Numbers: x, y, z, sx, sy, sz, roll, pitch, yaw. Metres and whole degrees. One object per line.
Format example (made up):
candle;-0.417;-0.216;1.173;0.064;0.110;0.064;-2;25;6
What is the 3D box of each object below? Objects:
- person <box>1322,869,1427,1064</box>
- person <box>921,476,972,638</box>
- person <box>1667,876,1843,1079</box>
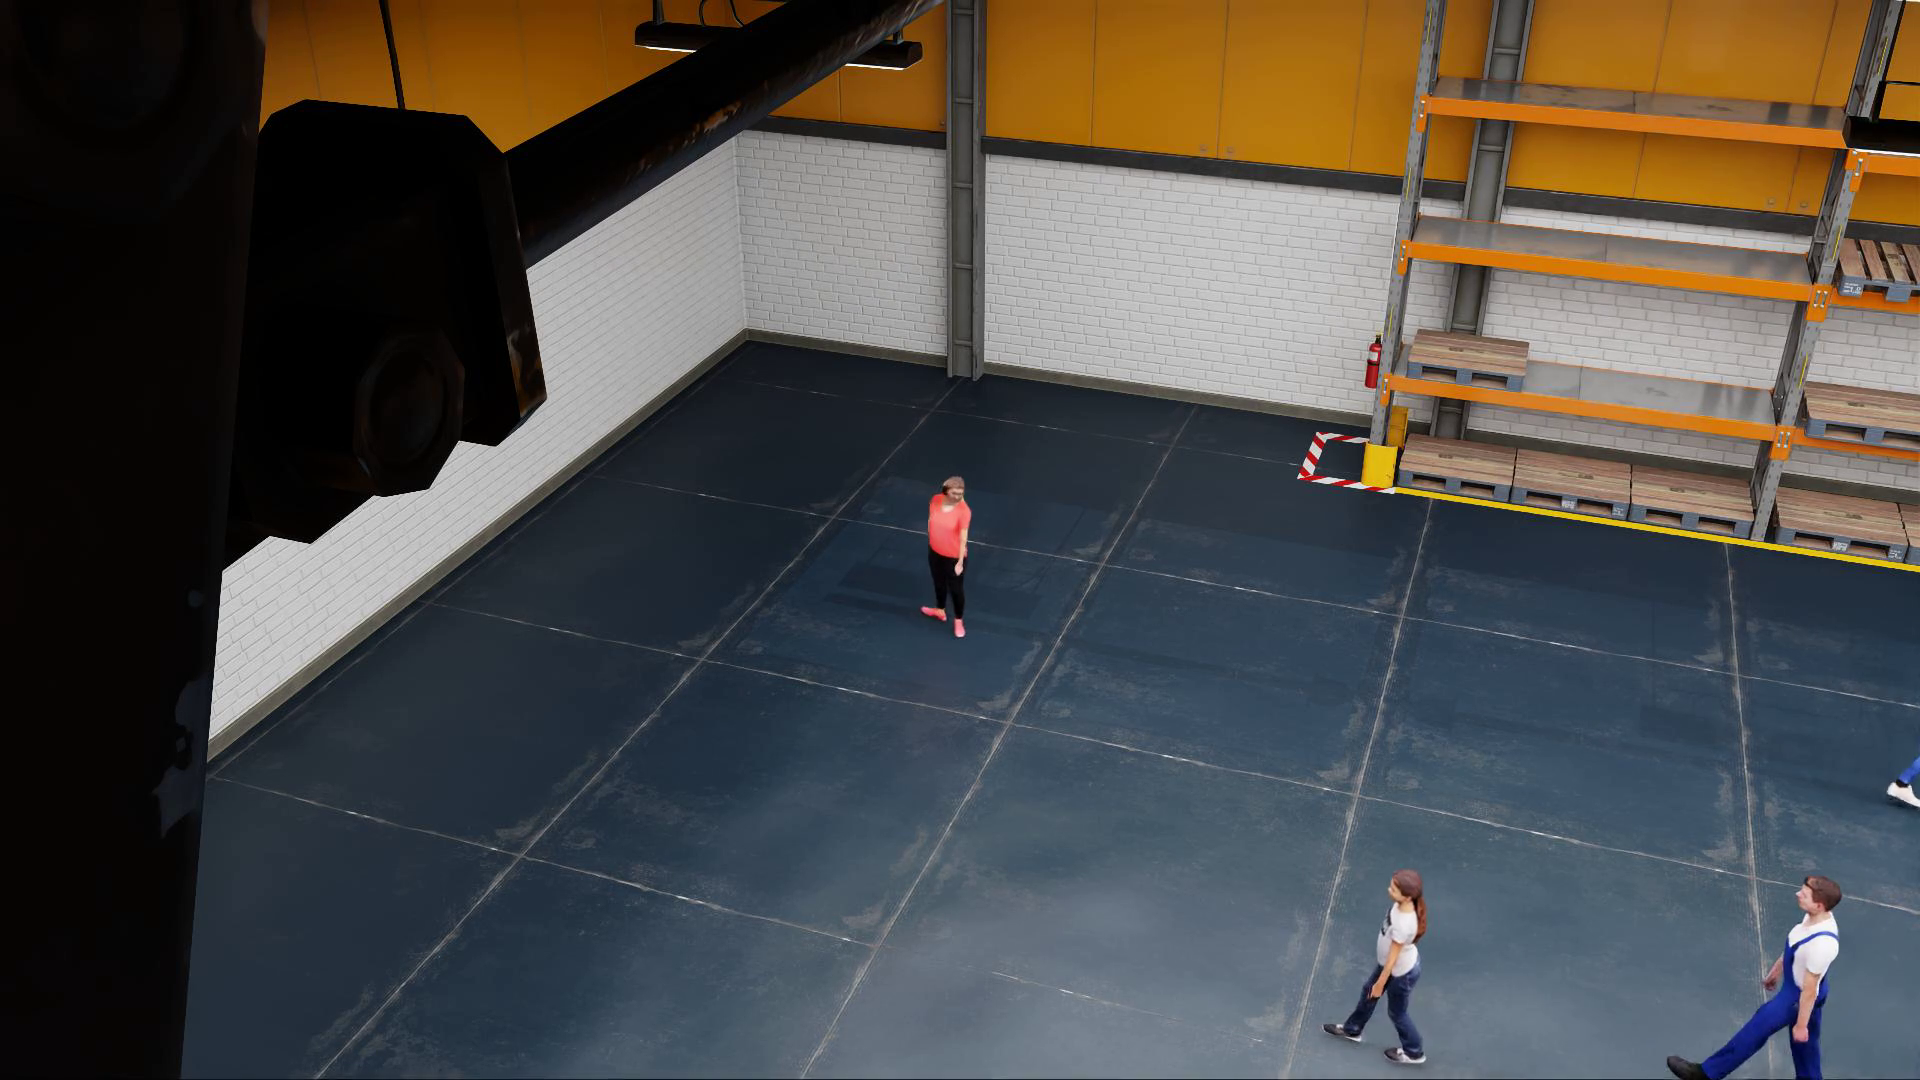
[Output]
person;2.876;2.775;10.738;0.911;1.535;0.578;8;30;15
person;-0.130;0.096;15.507;0.919;1.671;0.673;-22;36;-35
person;5.278;2.874;10.273;1.200;1.807;0.760;14;32;24
